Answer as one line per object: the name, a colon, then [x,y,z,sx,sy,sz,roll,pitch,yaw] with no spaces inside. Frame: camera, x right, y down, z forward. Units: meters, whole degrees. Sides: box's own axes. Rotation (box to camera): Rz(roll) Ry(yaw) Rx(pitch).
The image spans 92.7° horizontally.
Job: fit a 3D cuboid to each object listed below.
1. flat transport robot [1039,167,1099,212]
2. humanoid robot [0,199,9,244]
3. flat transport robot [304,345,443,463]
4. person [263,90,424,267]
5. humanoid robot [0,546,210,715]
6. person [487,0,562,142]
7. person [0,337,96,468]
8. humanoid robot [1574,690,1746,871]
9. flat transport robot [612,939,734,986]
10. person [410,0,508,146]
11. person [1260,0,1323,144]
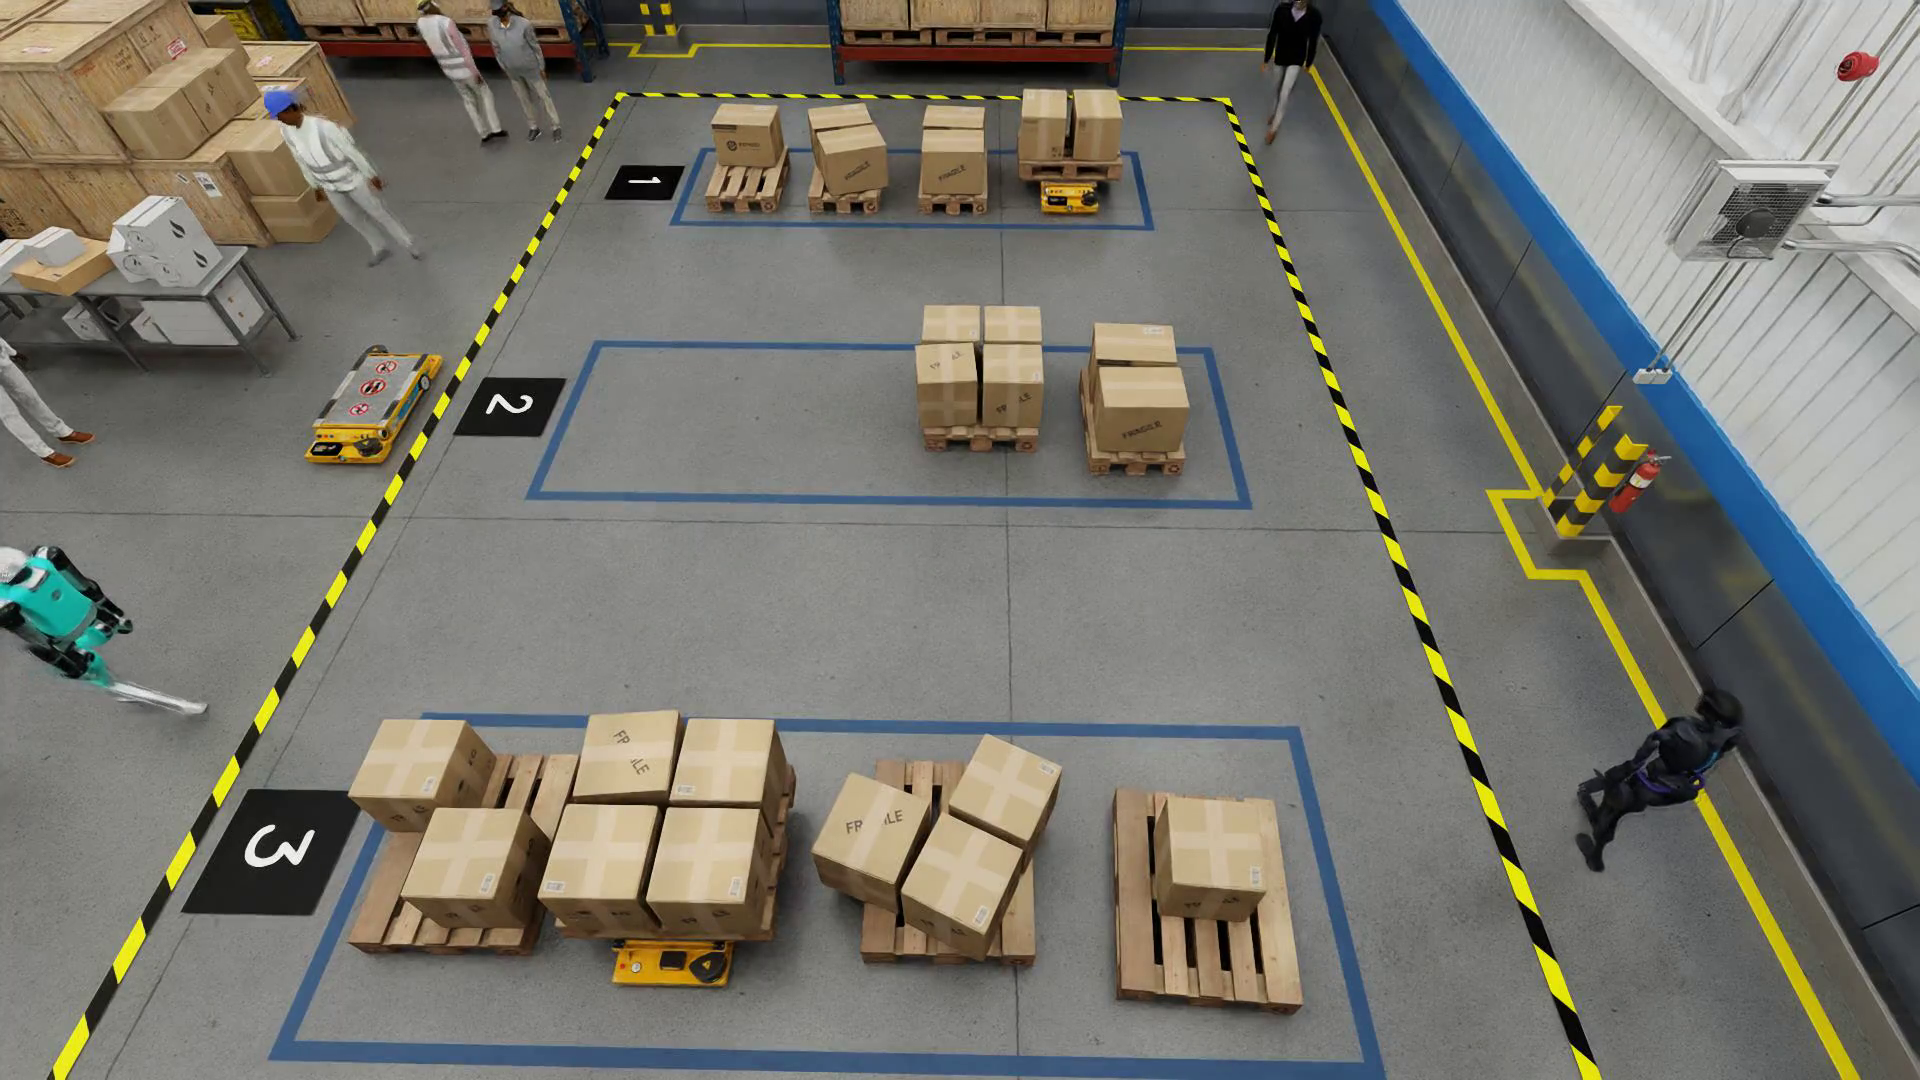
flat transport robot: [1.294,-4.441,11.106,0.652,0.197,1.431,1,50,1]
humanoid robot: [-10.182,-3.461,9.364,0.315,1.655,0.599,1,50,1]
flat transport robot: [-5.383,-1.269,8.441,0.659,0.231,1.431,1,50,1]
person: [-6.323,-3.687,9.421,0.722,1.897,0.480,0,50,0]
humanoid robot: [-5.686,0.647,5.848,0.953,1.735,0.549,1,50,1]
person: [-5.385,-5.825,11.312,0.570,1.767,0.399,1,50,1]
person: [-7.964,-1.404,7.498,0.338,1.879,0.580,1,50,1]
humanoid robot: [3.967,1.365,5.297,0.608,1.647,0.501,-4,50,-3]
flat transport robot: [-1.659,1.971,5.681,0.652,0.197,1.431,1,50,1]
person: [-6.167,-5.791,11.281,0.672,1.768,0.405,10,51,9]
person: [4.079,-5.986,11.420,0.592,1.826,0.959,27,55,21]
